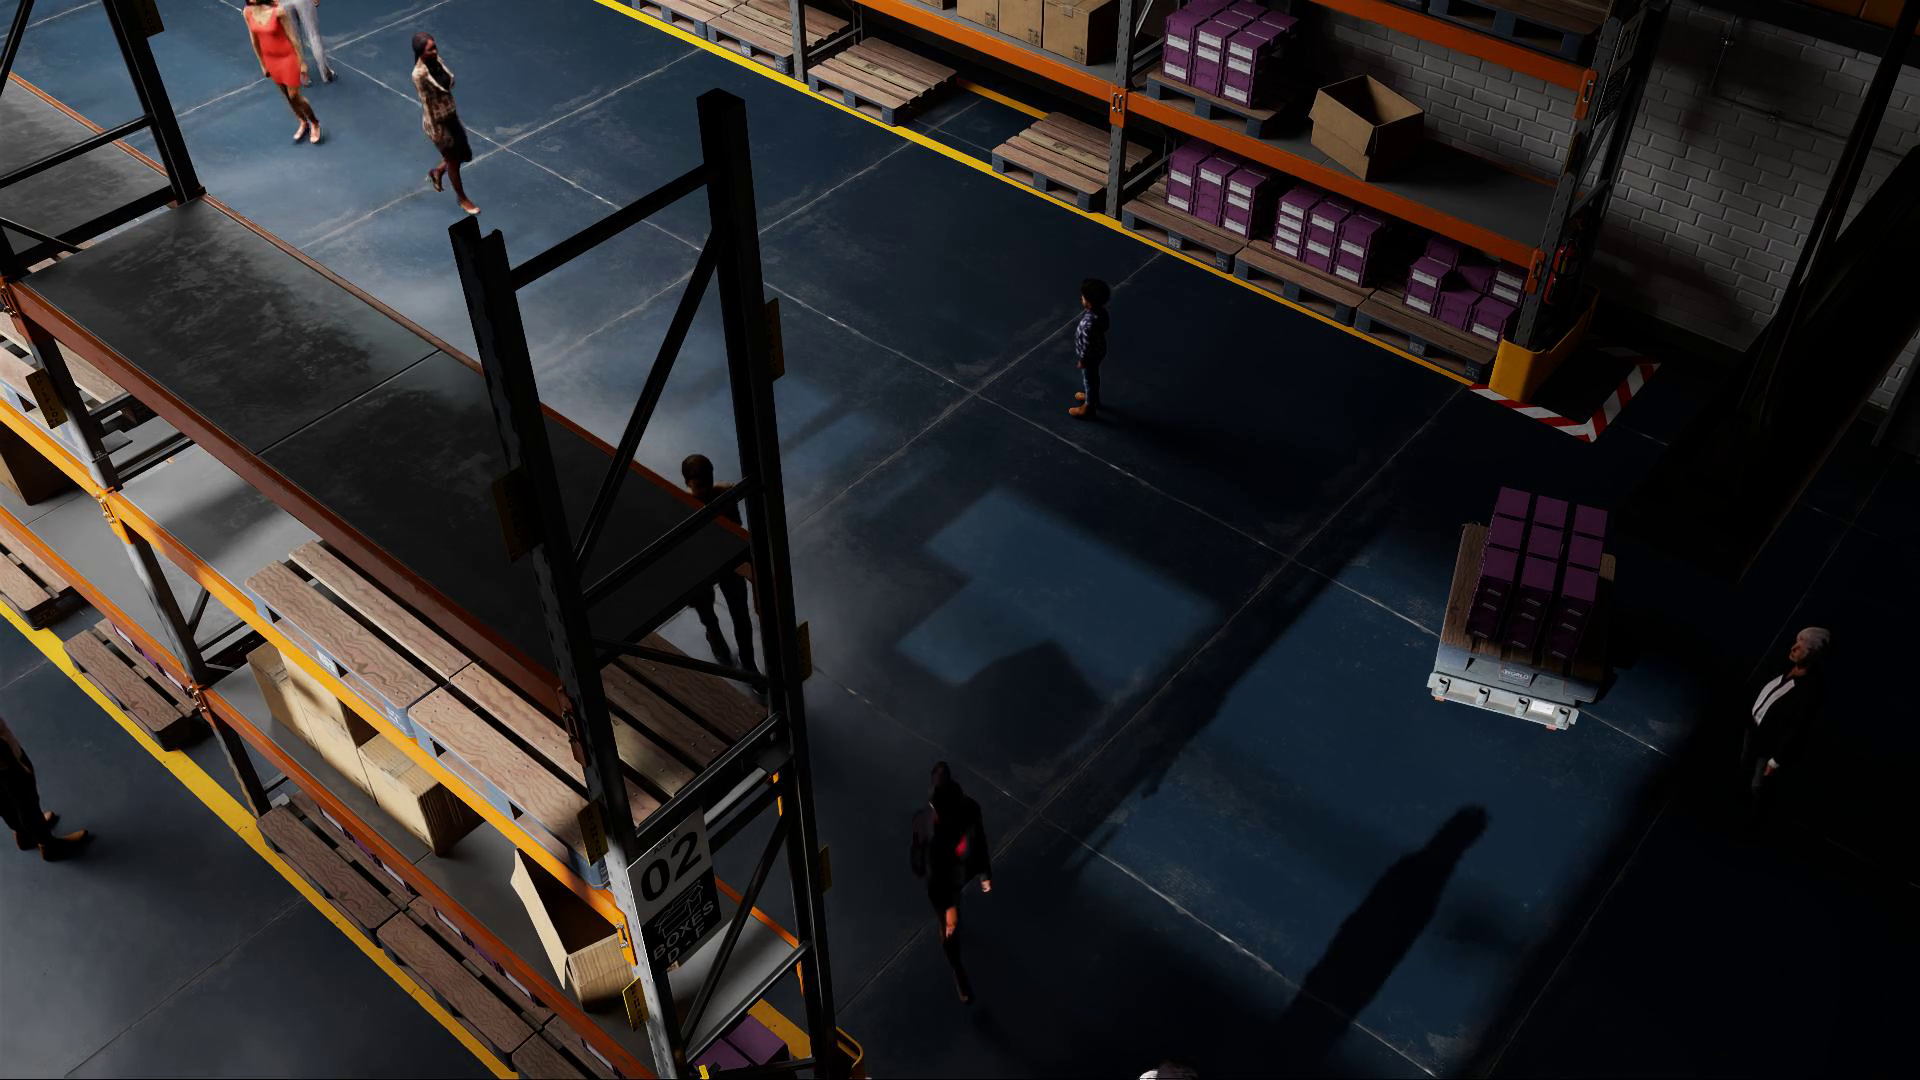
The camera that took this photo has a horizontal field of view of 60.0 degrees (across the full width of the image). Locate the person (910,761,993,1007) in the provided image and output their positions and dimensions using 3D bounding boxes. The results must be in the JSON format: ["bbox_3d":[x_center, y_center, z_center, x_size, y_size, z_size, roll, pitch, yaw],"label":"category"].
[{"bbox_3d":[-0.075,1.794,9.229,0.904,1.590,1.153,-16,46,-16],"label":"person"}]

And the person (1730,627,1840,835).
[{"bbox_3d":[4.861,1.205,9.971,0.782,1.780,0.836,3,44,3],"label":"person"}]

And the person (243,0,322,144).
[{"bbox_3d":[-6.441,-4.581,15.842,0.725,1.698,0.795,4,44,4],"label":"person"}]

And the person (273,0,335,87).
[{"bbox_3d":[-6.675,-5.410,16.656,0.689,1.776,0.726,-8,44,-9],"label":"person"}]

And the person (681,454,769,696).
[{"bbox_3d":[-1.653,0.110,10.830,0.906,1.820,1.135,-21,47,-20],"label":"person"}]

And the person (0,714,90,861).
[{"bbox_3d":[-5.660,1.244,9.709,0.514,1.724,0.701,22,48,22],"label":"person"}]

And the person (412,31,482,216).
[{"bbox_3d":[-4.684,-3.711,14.869,0.839,1.782,0.710,15,46,15],"label":"person"}]

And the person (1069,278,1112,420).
[{"bbox_3d":[1.020,-1.495,12.927,0.571,1.251,0.559,14,45,14],"label":"person"}]
